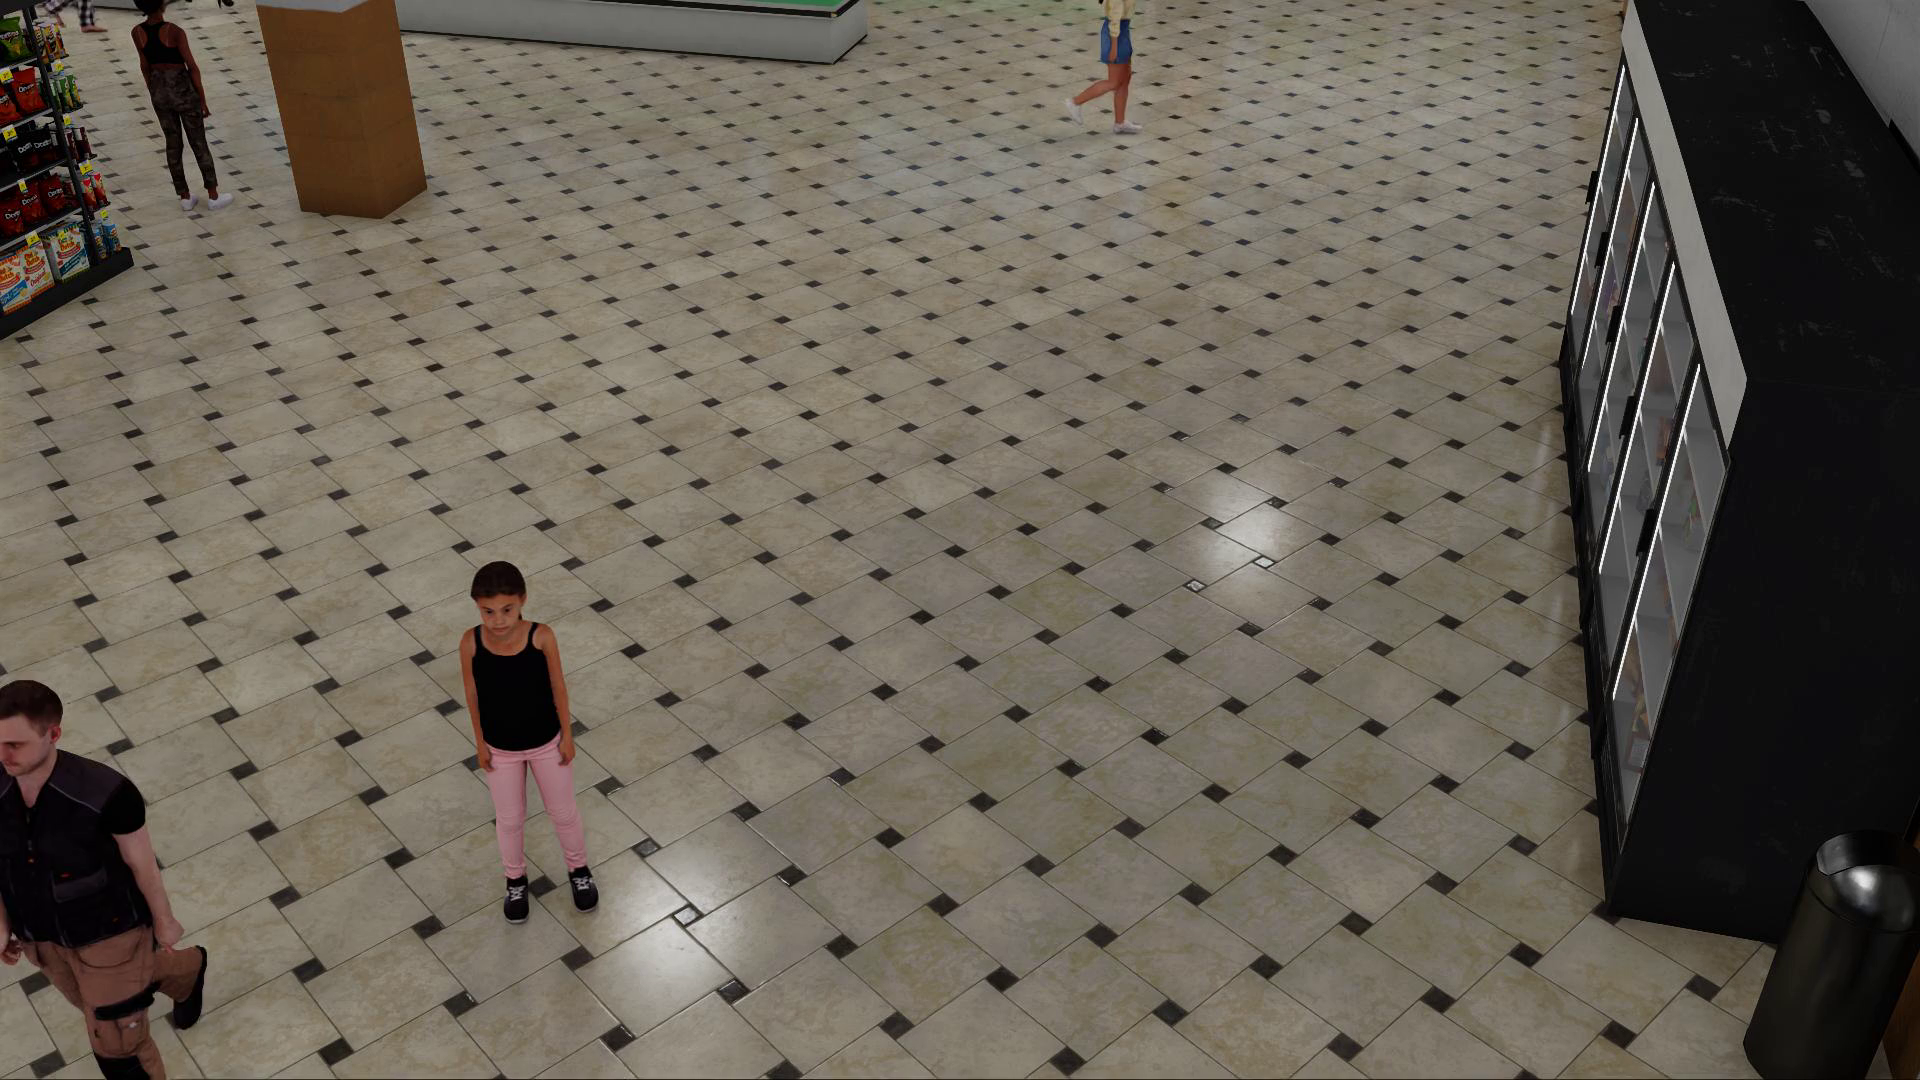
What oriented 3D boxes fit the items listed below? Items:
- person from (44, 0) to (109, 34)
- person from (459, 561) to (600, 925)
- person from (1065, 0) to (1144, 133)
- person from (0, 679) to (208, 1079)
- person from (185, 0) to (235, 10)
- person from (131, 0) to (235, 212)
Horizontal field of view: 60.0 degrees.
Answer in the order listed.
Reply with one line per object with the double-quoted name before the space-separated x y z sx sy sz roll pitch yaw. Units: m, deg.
"person" -9.091 -6.006 16.683 0.894 1.827 0.790 -1 32 -1
"person" -1.599 0.733 6.102 0.548 1.562 0.645 -6 32 -10
"person" 1.240 -4.212 13.999 0.966 1.617 0.753 1 32 2
"person" -2.679 1.133 5.224 1.060 1.812 0.810 5 32 8
"person" -8.073 -6.426 17.431 0.784 1.751 0.662 9 33 15
"person" -5.885 -3.312 12.472 0.554 1.701 0.687 0 32 -1
